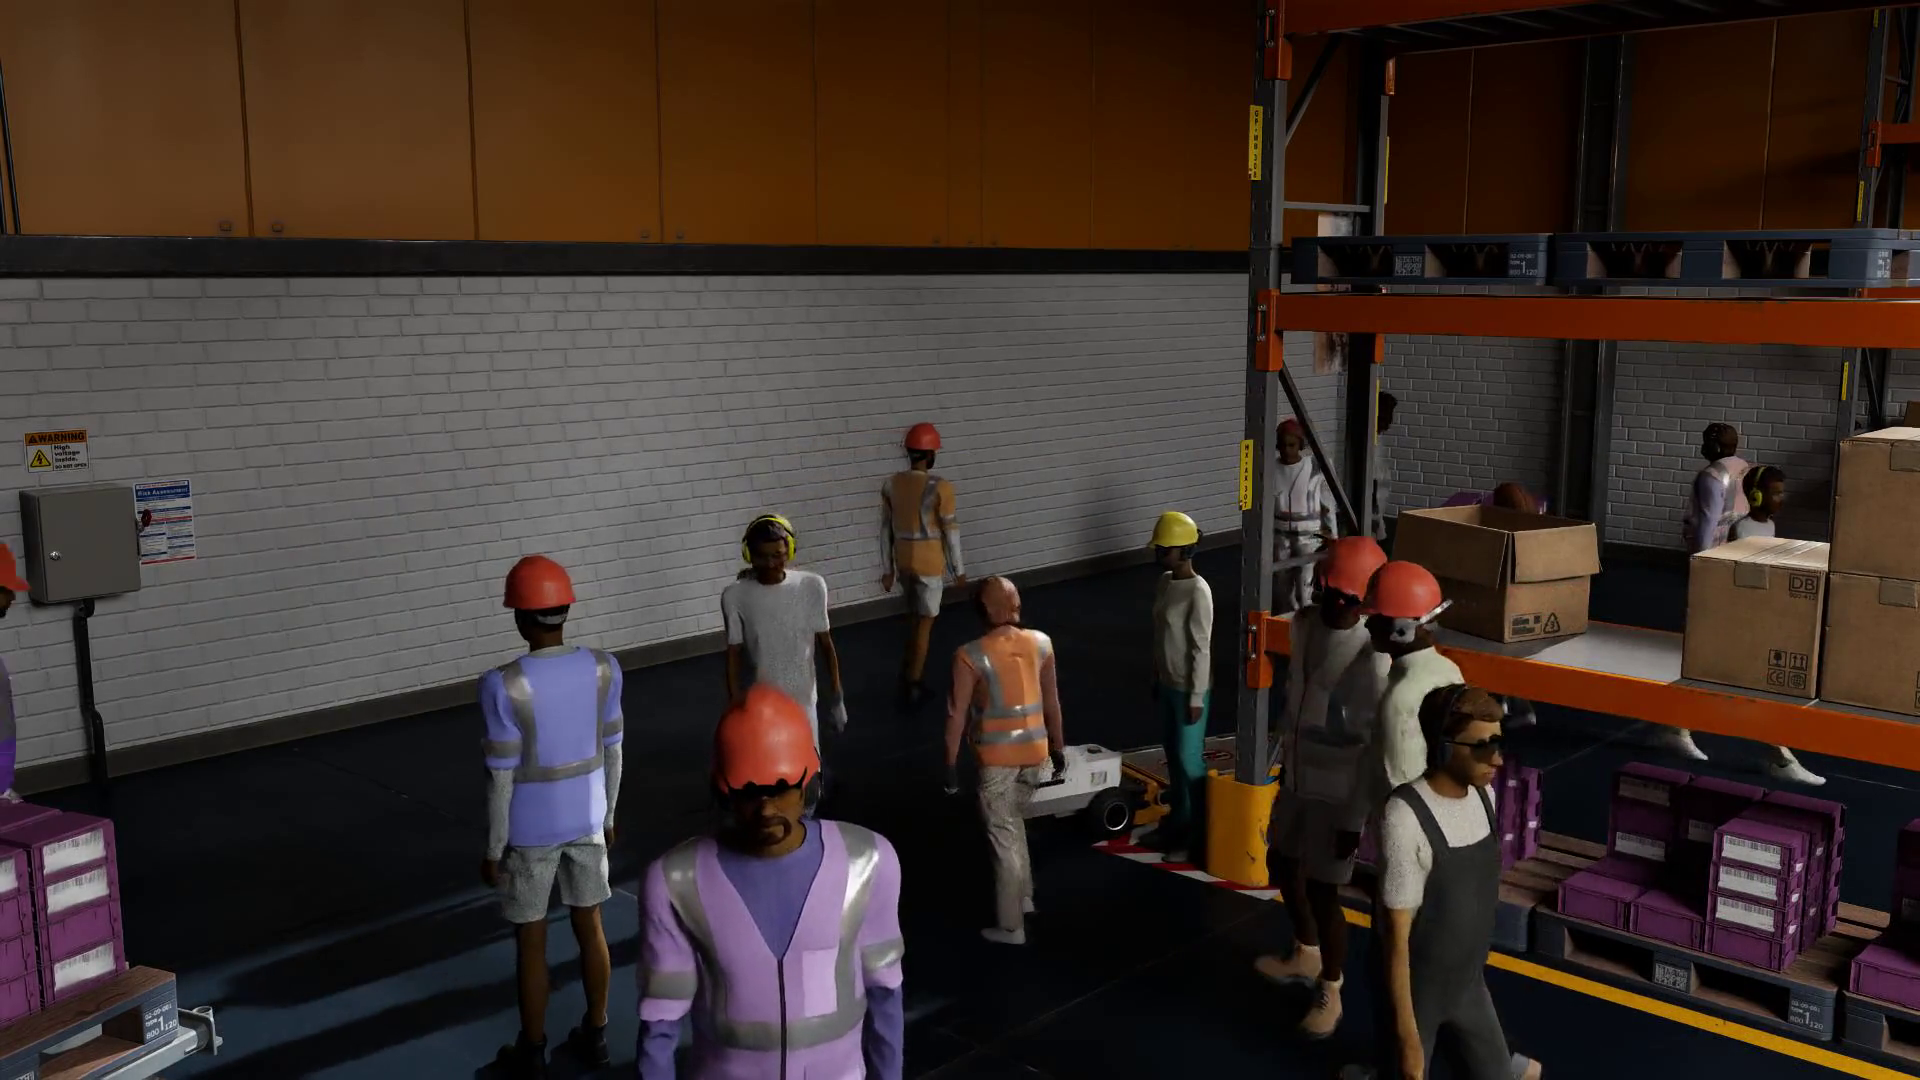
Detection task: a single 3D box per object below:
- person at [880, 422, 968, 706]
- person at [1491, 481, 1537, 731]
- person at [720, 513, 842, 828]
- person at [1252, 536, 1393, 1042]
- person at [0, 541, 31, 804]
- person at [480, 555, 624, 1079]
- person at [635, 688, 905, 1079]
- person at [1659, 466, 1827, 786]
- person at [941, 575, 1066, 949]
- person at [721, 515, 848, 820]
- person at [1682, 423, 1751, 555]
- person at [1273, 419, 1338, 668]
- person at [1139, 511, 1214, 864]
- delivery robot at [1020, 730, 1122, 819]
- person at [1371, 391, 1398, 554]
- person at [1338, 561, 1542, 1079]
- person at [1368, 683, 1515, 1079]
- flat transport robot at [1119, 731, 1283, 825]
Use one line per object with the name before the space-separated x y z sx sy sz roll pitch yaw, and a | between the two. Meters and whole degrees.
person | -0.235 0.164 11.282 0.553 1.919 0.513 8 12 39
person | 3.564 0.413 10.748 0.523 1.612 0.677 -4 10 -25
person | -0.965 0.692 8.643 0.836 1.718 0.532 -7 11 -36
person | 1.415 0.931 6.429 0.418 1.978 0.784 -4 10 -22
person | -3.803 0.940 6.540 0.576 1.909 0.581 -8 12 -41
person | -1.483 1.011 6.032 0.564 1.936 0.388 -8 12 -41
person | -0.419 1.332 3.796 0.631 2.019 0.619 -2 9 -10
person | 4.606 0.462 9.758 0.952 1.830 0.537 8 12 41
person | 0.200 0.964 7.271 0.591 1.615 0.431 -6 11 -33
person | -0.826 0.766 7.831 0.578 1.839 0.603 -2 9 -10
person | 5.482 0.069 12.100 0.625 1.843 0.430 -8 12 -41
person | 2.452 0.039 12.217 0.607 1.859 0.453 5 10 26
person | 1.083 0.728 8.322 0.343 1.759 0.533 -3 10 -15
delivery robot | 0.479 1.230 8.626 0.707 0.478 0.477 -5 11 -29
person | 3.385 -0.305 14.104 0.855 1.936 0.625 2 9 11
person | 1.631 1.053 5.664 0.664 1.974 0.614 6 11 34
person | 1.365 1.296 4.608 0.540 1.823 0.617 -7 11 -35
flat transport robot | 1.356 1.308 9.302 1.431 0.197 0.652 -5 10 -27
